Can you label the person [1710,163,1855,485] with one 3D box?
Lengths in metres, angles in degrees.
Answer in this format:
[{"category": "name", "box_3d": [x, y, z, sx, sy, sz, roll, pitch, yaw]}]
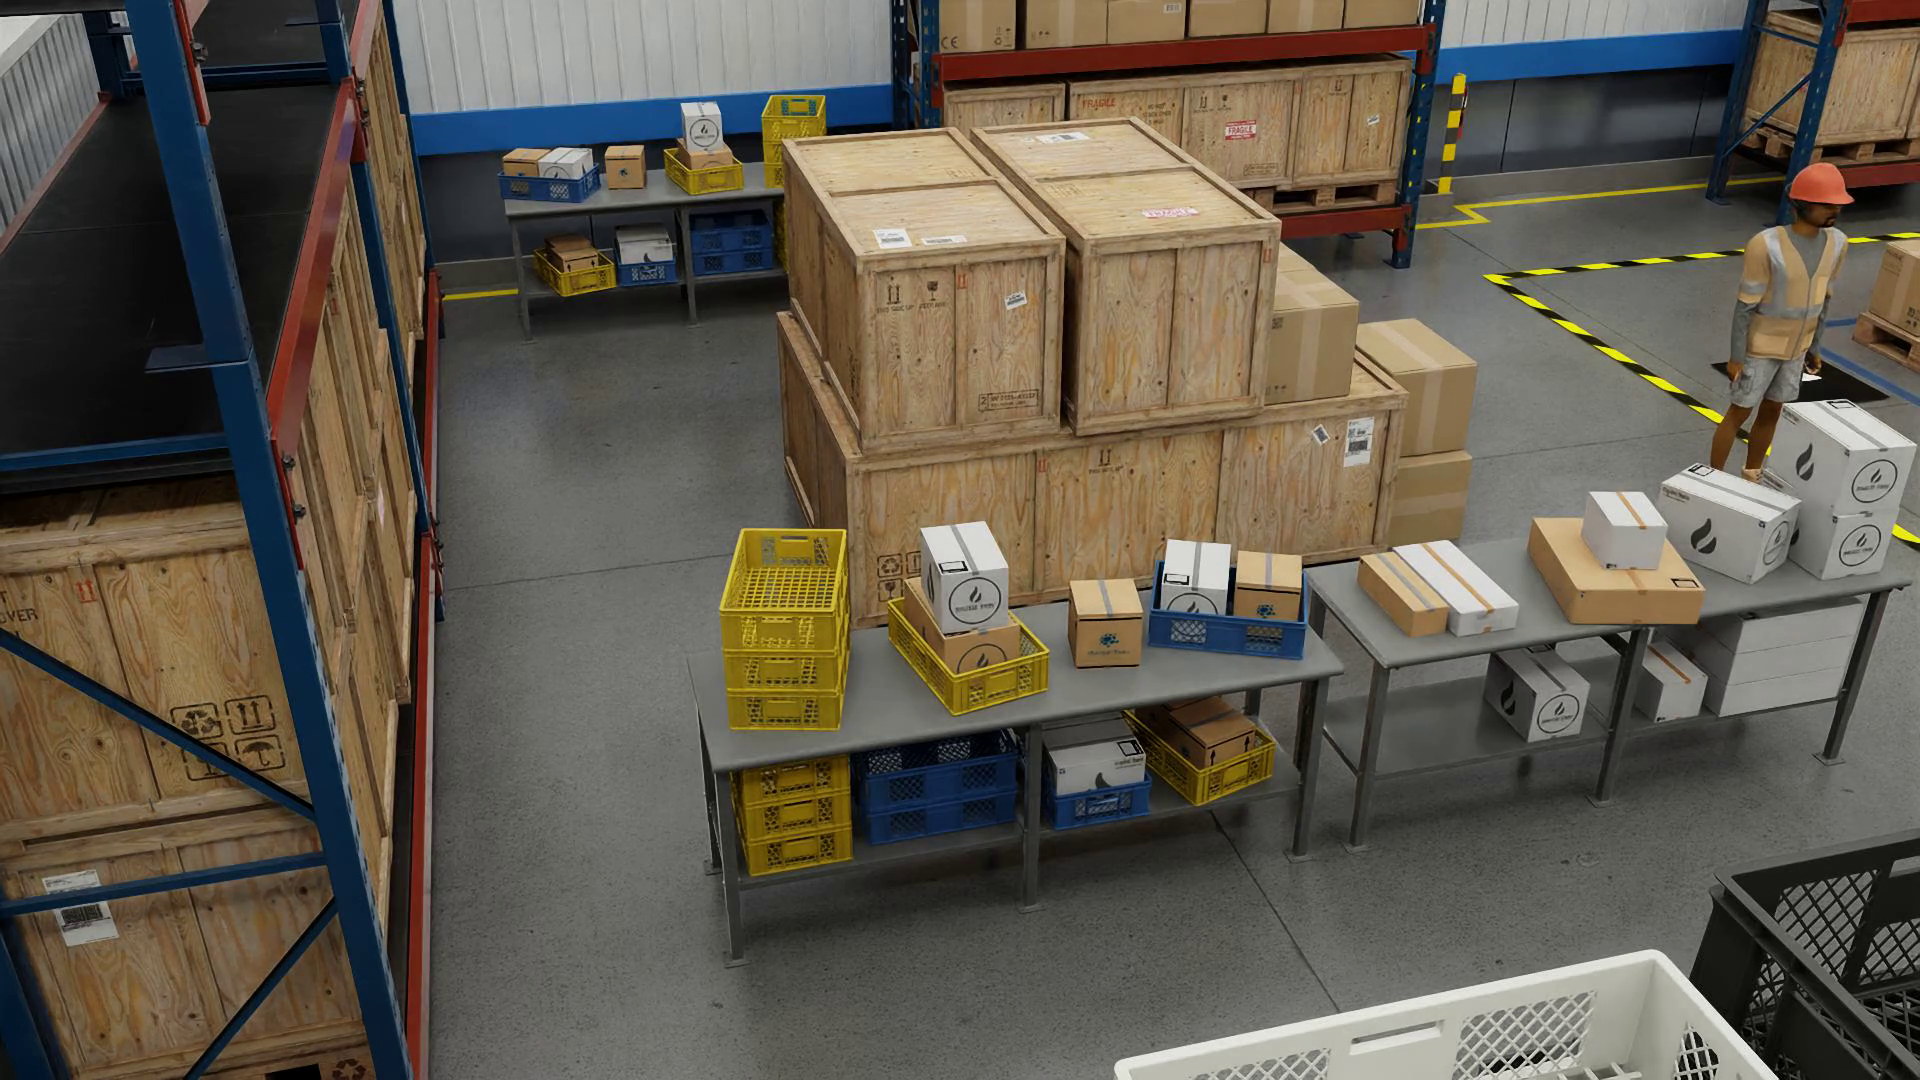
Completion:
[{"category": "person", "box_3d": [4.546, -1.081, 9.238, 0.606, 2.048, 0.366, -8, 30, -14]}]
